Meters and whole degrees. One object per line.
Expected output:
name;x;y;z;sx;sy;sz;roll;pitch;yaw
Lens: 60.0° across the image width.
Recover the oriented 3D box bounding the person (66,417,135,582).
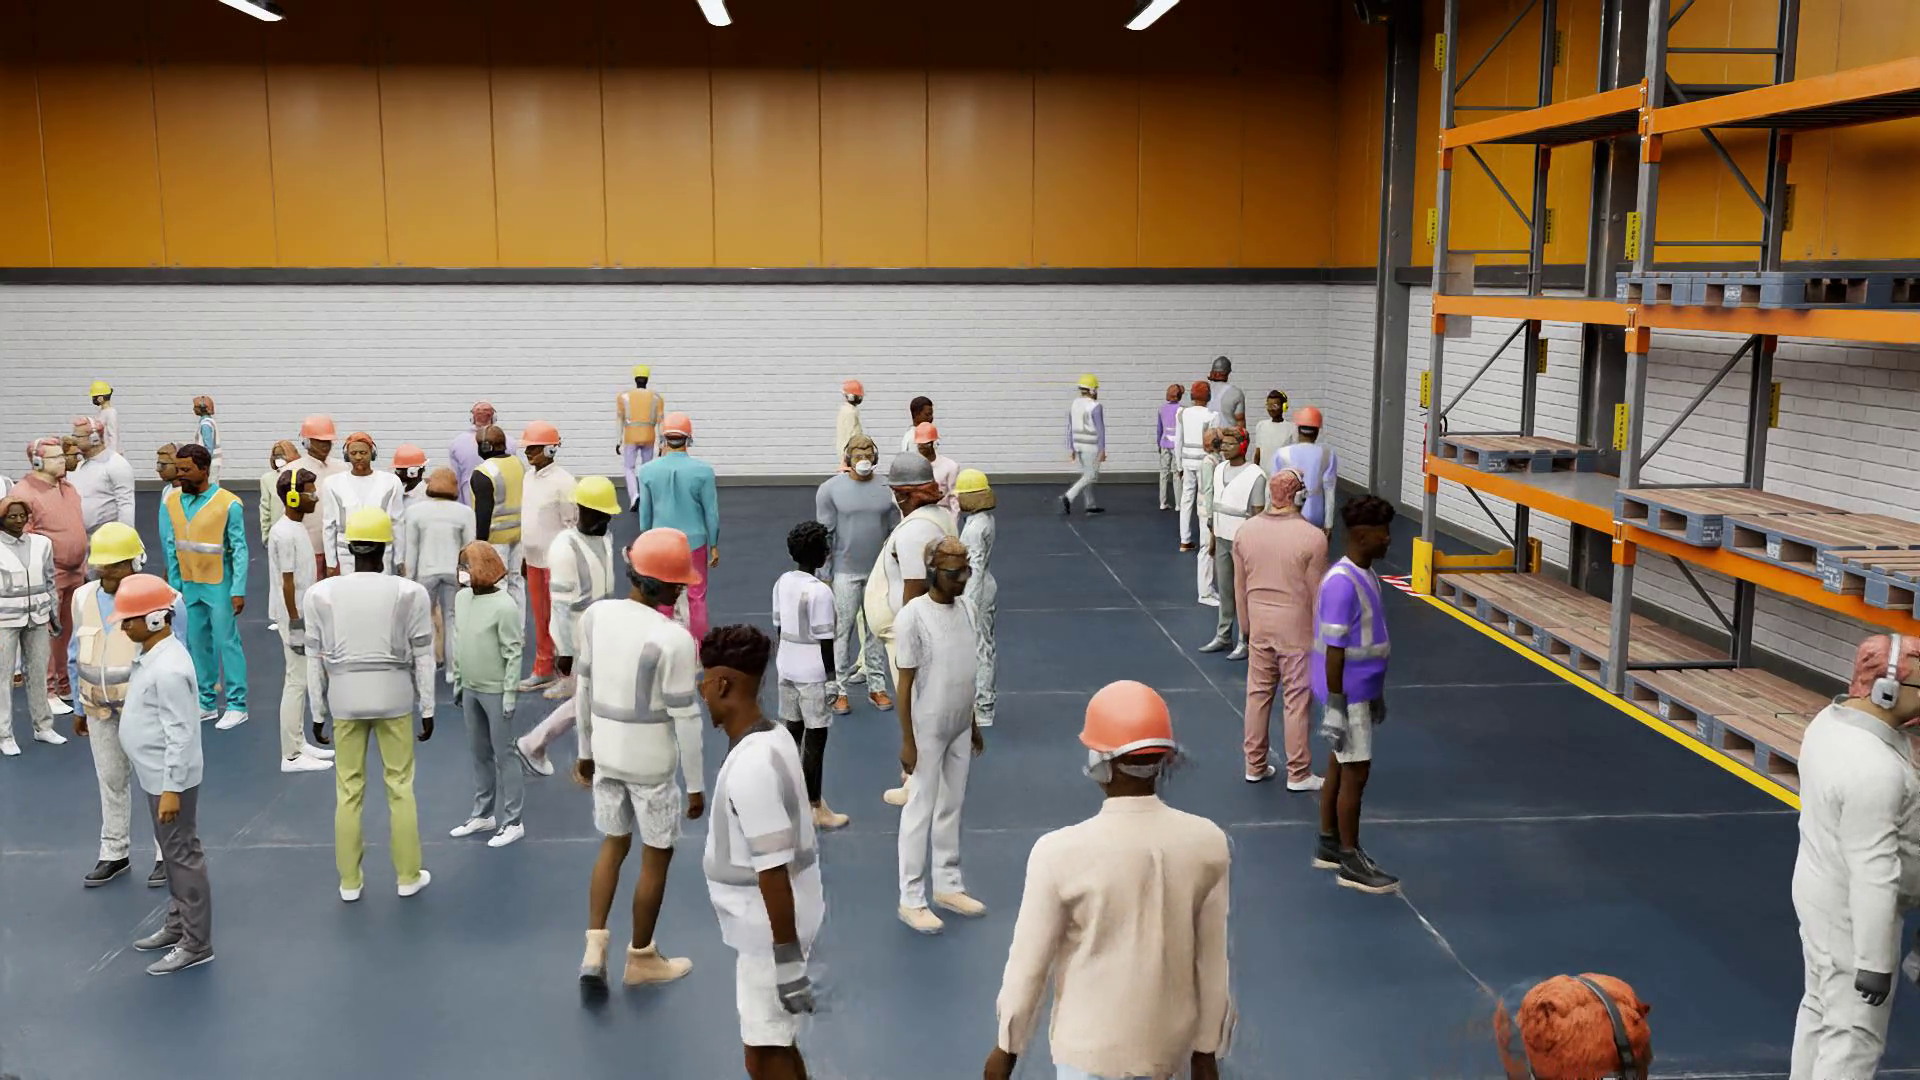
person;-6.878;-0.028;13.257;0.651;1.906;0.409;4;10;23

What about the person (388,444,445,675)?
person;-4.148;0.141;12.676;0.319;1.750;0.560;-8;12;-43

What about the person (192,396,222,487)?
person;-8.701;-0.851;19.255;0.307;1.640;0.521;-4;10;-23

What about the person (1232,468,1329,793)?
person;1.917;0.526;9.781;0.643;1.907;0.410;9;12;43

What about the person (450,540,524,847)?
person;-2.527;0.808;8.858;0.504;1.633;0.279;7;11;36

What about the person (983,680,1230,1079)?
person;0.442;1.350;4.489;0.621;1.954;1.009;-5;10;-30

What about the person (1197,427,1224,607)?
person;2.326;-0.220;15.291;0.306;1.642;0.521;3;9;16

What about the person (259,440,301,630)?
person;-5.703;-0.038;14.173;0.508;1.632;0.265;0;9;1

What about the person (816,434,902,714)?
person;-0.683;0.231;11.530;0.632;1.940;0.372;-3;10;-21

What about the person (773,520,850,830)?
person;-0.825;0.734;9.123;0.315;1.695;0.541;-6;11;-34

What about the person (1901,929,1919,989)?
person;3.163;1.324;4.998;0.527;1.833;0.774;3;10;20

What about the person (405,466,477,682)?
person;-3.839;0.267;12.324;0.526;1.606;0.455;-2;9;-14

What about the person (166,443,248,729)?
person;-5.024;0.304;11.135;0.592;1.917;0.375;3;10;18

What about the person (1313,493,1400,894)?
person;2.000;0.740;8.271;0.463;1.965;0.654;4;10;23

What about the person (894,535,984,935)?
person;-0.091;0.884;7.722;0.328;1.842;0.515;8;12;41

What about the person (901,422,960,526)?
person;-0.286;-0.164;14.585;0.573;1.749;0.342;2;9;14

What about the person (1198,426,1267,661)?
person;2.187;0.020;13.139;0.390;1.847;0.563;-5;11;-31

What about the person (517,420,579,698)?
person;-2.969;0.134;11.959;0.610;1.996;0.379;8;12;41

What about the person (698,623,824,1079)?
person;-0.605;1.229;5.309;0.471;1.925;0.697;0;9;-3

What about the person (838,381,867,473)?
person;-1.314;-1.088;20.476;0.379;1.733;0.594;-2;9;-10

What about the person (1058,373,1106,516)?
person;1.542;-1.173;20.733;0.736;1.811;0.603;-5;10;-28

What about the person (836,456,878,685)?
person;-0.750;0.192;12.353;0.330;1.751;0.563;-1;9;-4

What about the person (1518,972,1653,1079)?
person;0.970;1.650;2.946;0.947;1.851;0.581;-3;9;-17

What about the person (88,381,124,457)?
person;-10.255;-1.028;20.008;0.339;1.761;0.524;-8;12;-40

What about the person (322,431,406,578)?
person;-4.385;0.141;12.267;0.575;1.883;0.355;-3;10;-20

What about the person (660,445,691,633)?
person;-2.367;-0.001;13.927;0.306;1.637;0.523;-3;10;-20

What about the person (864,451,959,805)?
person;-0.282;0.492;9.566;0.535;2.000;0.687;2;9;15

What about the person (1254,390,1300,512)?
person;3.194;-0.588;16.886;0.514;1.872;0.328;6;11;33

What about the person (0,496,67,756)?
person;-5.981;0.532;10.575;0.307;1.641;0.512;5;10;30

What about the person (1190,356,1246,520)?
person;3.207;-1.251;20.516;0.689;2.000;0.539;4;10;25

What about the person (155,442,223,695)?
person;-5.535;0.220;11.888;0.519;1.844;0.330;7;11;36

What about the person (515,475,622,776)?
person;-2.258;0.541;9.741;0.667;1.894;0.647;2;9;11

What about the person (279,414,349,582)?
person;-4.824;0.037;12.575;0.401;1.989;0.623;5;11;31

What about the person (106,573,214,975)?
person;-3.488;1.004;7.263;0.332;1.748;0.561;-6;11;-32

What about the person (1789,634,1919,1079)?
person;2.927;1.230;5.403;0.400;1.896;0.655;2;9;15

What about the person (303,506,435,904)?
person;-2.852;0.792;8.086;0.590;1.918;0.417;-2;9;-12

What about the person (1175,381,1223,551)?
person;2.612;-0.793;18.127;0.579;1.884;0.352;7;12;39

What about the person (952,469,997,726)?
person;0.095;0.384;11.187;0.302;1.741;0.484;1;9;7

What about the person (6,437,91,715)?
person;-6.280;0.238;11.569;0.410;1.913;0.642;1;9;5

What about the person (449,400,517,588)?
person;-4.237;-0.306;14.988;0.636;1.914;0.405;1;9;7

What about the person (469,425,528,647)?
person;-3.713;-0.005;13.324;0.429;1.842;0.622;3;9;17

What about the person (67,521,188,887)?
person;-4.123;0.811;8.232;0.588;1.829;0.404;0;9;2

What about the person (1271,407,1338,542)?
person;2.980;-0.203;14.461;0.555;1.876;0.983;2;9;11

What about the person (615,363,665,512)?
person;-4.048;-1.279;21.080;0.638;1.912;0.606;-3;9;-15

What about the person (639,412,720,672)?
person;-2.125;0.023;12.663;0.611;1.993;0.389;1;9;4

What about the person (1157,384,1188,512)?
person;2.741;-1.180;21.317;0.313;1.642;0.513;-9;12;-43

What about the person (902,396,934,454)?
person;-0.390;-0.370;15.375;0.392;1.916;0.591;0;9;-3

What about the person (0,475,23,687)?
person;-7.063;0.182;12.012;0.355;1.882;0.576;2;9;12

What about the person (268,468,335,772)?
person;-4.041;0.489;10.176;0.327;1.862;0.500;-2;9;-12

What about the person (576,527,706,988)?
person;-1.377;0.938;6.925;0.683;2.009;0.565;6;11;32
